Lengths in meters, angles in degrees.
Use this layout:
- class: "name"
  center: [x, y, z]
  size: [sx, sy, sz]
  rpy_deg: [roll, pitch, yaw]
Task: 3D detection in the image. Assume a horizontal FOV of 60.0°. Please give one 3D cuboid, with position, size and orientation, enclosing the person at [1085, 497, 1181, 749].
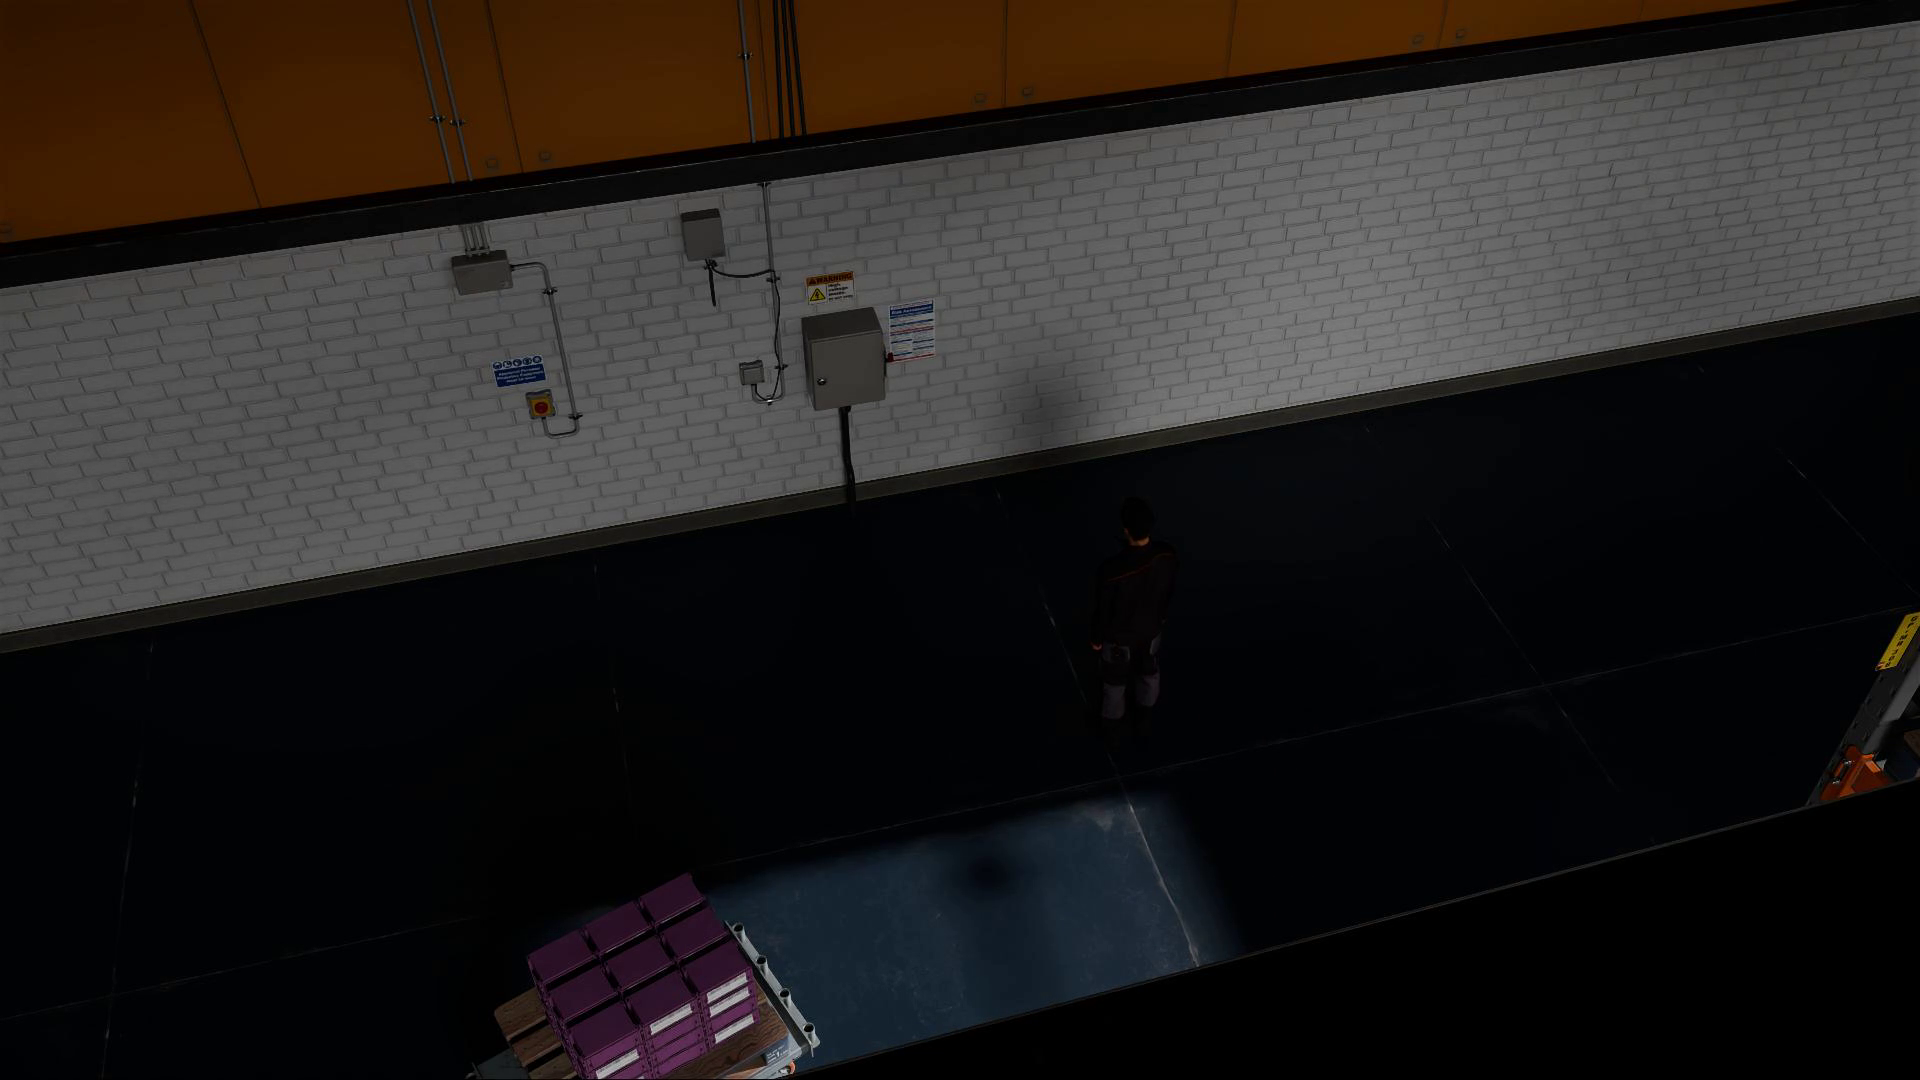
- class: "person"
  center: [1.047, 0.515, 10.138]
  size: [0.743, 1.943, 0.659]
  rpy_deg: [-19, 47, -19]
